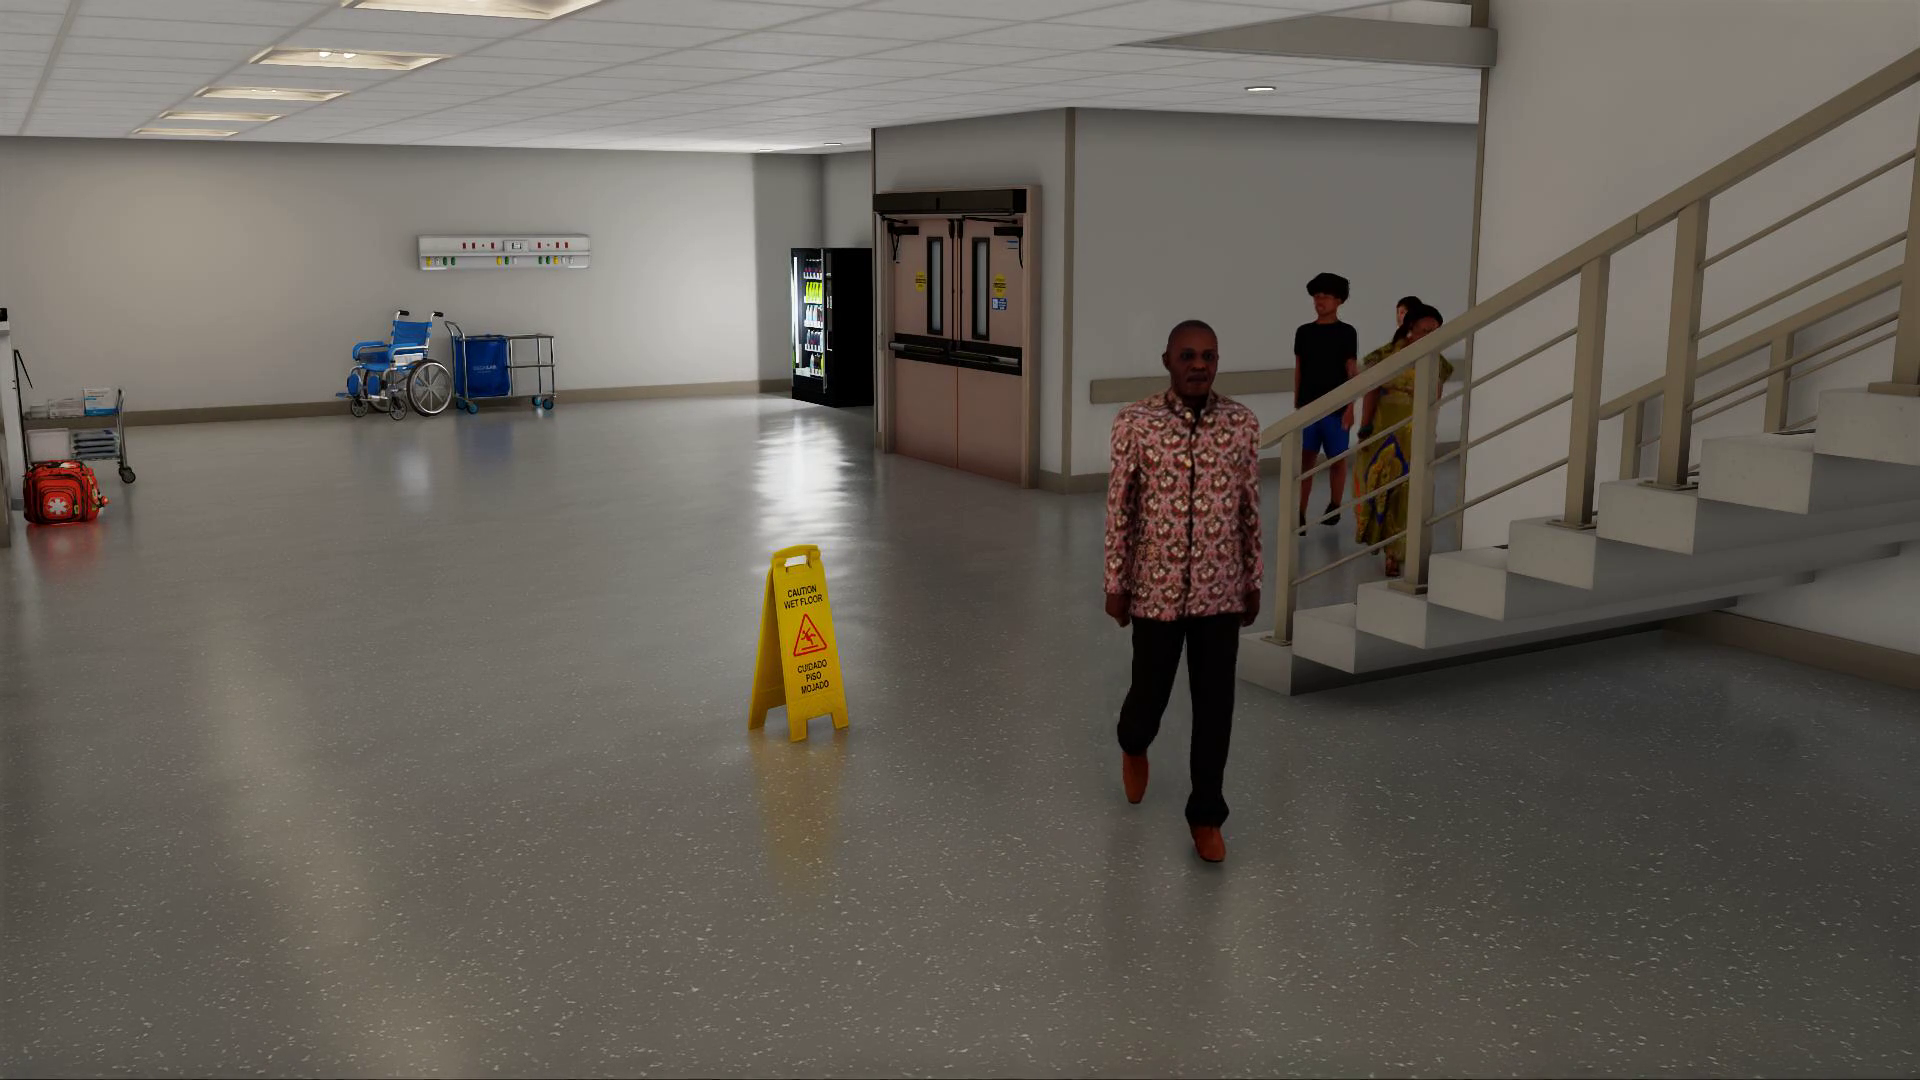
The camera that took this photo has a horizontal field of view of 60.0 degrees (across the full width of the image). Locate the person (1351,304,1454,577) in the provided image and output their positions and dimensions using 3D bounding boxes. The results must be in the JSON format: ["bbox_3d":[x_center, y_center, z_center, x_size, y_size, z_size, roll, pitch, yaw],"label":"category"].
[{"bbox_3d":[2.688,-0.613,10.203,1.153,1.614,1.227,3,11,15],"label":"person"}]

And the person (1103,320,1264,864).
[{"bbox_3d":[0.758,0.153,5.701,0.948,1.787,1.079,-1,11,-3],"label":"person"}]

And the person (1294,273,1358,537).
[{"bbox_3d":[2.516,-0.900,11.347,1.162,1.751,1.077,6,12,28],"label":"person"}]
